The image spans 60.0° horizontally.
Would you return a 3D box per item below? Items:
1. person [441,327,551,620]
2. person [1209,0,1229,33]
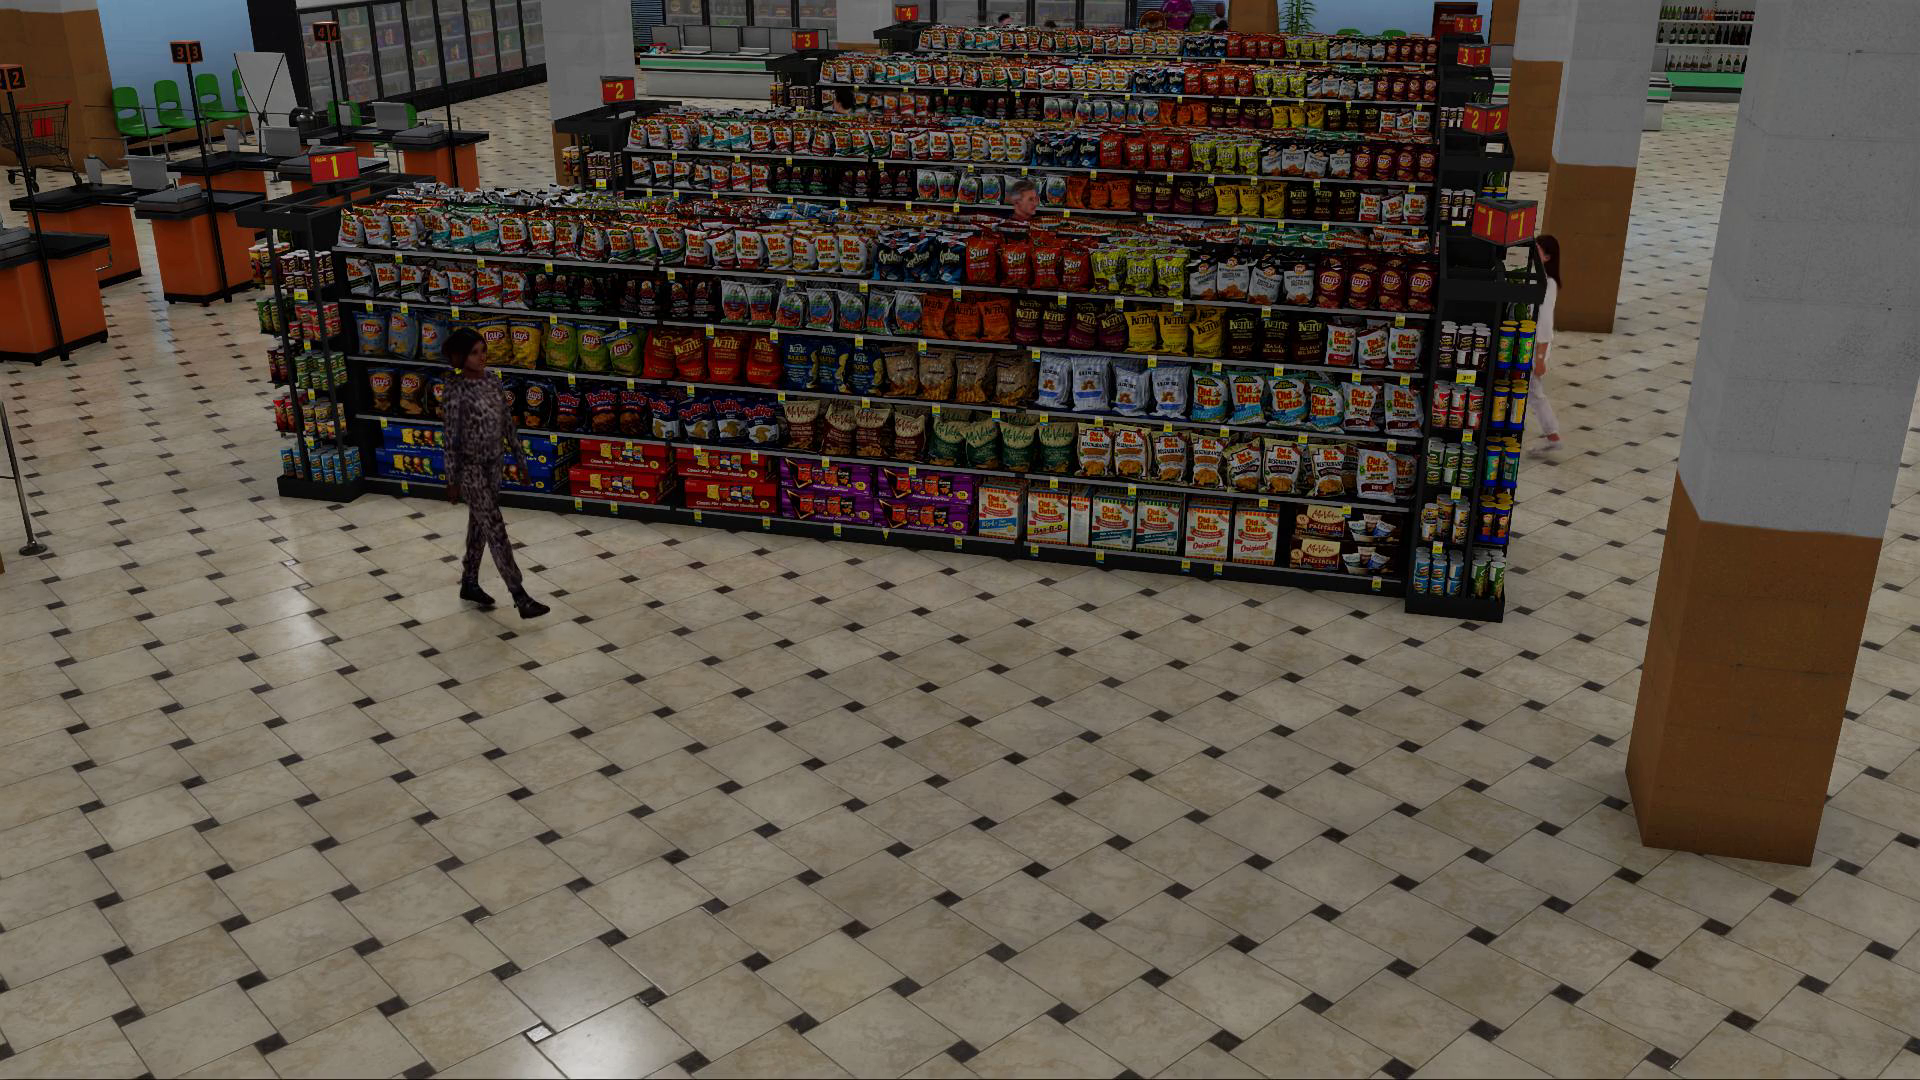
[{"bbox_3d":[-2.817,-0.384,9.565,1.082,1.684,0.790,13,25,30],"label":"person"},{"bbox_3d":[4.749,-9.127,31.153,0.878,1.811,0.830,19,28,38],"label":"person"}]
